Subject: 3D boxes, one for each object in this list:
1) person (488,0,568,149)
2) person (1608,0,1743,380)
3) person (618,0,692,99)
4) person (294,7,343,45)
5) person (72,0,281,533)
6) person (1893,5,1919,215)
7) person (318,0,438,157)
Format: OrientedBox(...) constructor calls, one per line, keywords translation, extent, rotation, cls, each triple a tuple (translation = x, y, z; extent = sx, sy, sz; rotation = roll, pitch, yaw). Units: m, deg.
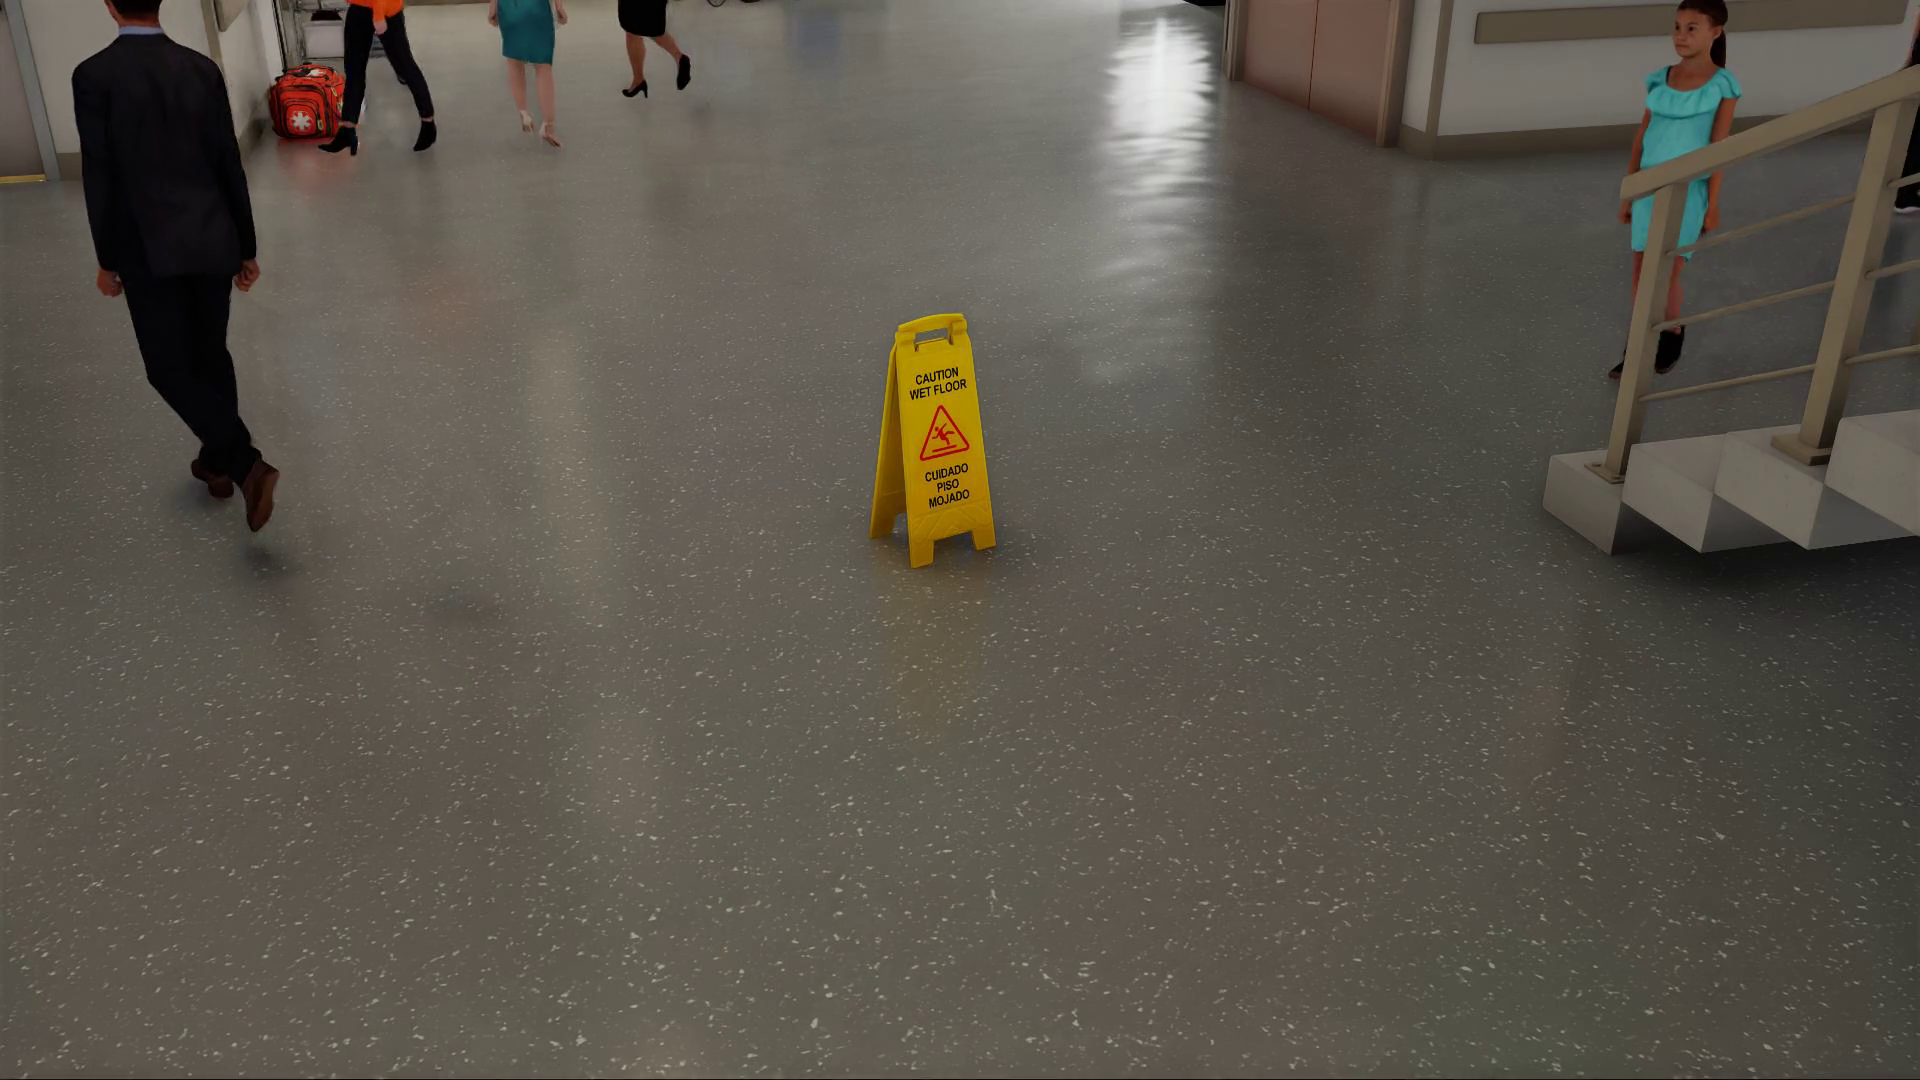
OrientedBox(translation=(-2.785, -3.332, 10.597), extent=(0.713, 1.651, 0.843), rotation=(0, 26, 1), cls="person")
OrientedBox(translation=(2.913, -1.400, 6.713), extent=(0.720, 1.546, 0.657), rotation=(-19, 32, -35), cls="person")
OrientedBox(translation=(-2.242, -3.986, 11.950), extent=(1.059, 1.654, 0.985), rotation=(16, 30, 30), cls="person")
OrientedBox(translation=(-5.208, -4.647, 13.595), extent=(1.006, 1.417, 0.995), rotation=(11, 28, 22), cls="person")
OrientedBox(translation=(-2.485, -0.903, 5.336), extent=(1.195, 1.845, 1.009), rotation=(22, 34, 38), cls="person")
OrientedBox(translation=(5.274, -2.625, 9.035), extent=(0.718, 1.735, 0.719), rotation=(-11, 28, -22), cls="person")
OrientedBox(translation=(-3.598, -3.288, 10.434), extent=(1.085, 1.714, 1.099), rotation=(17, 30, 31), cls="person")
